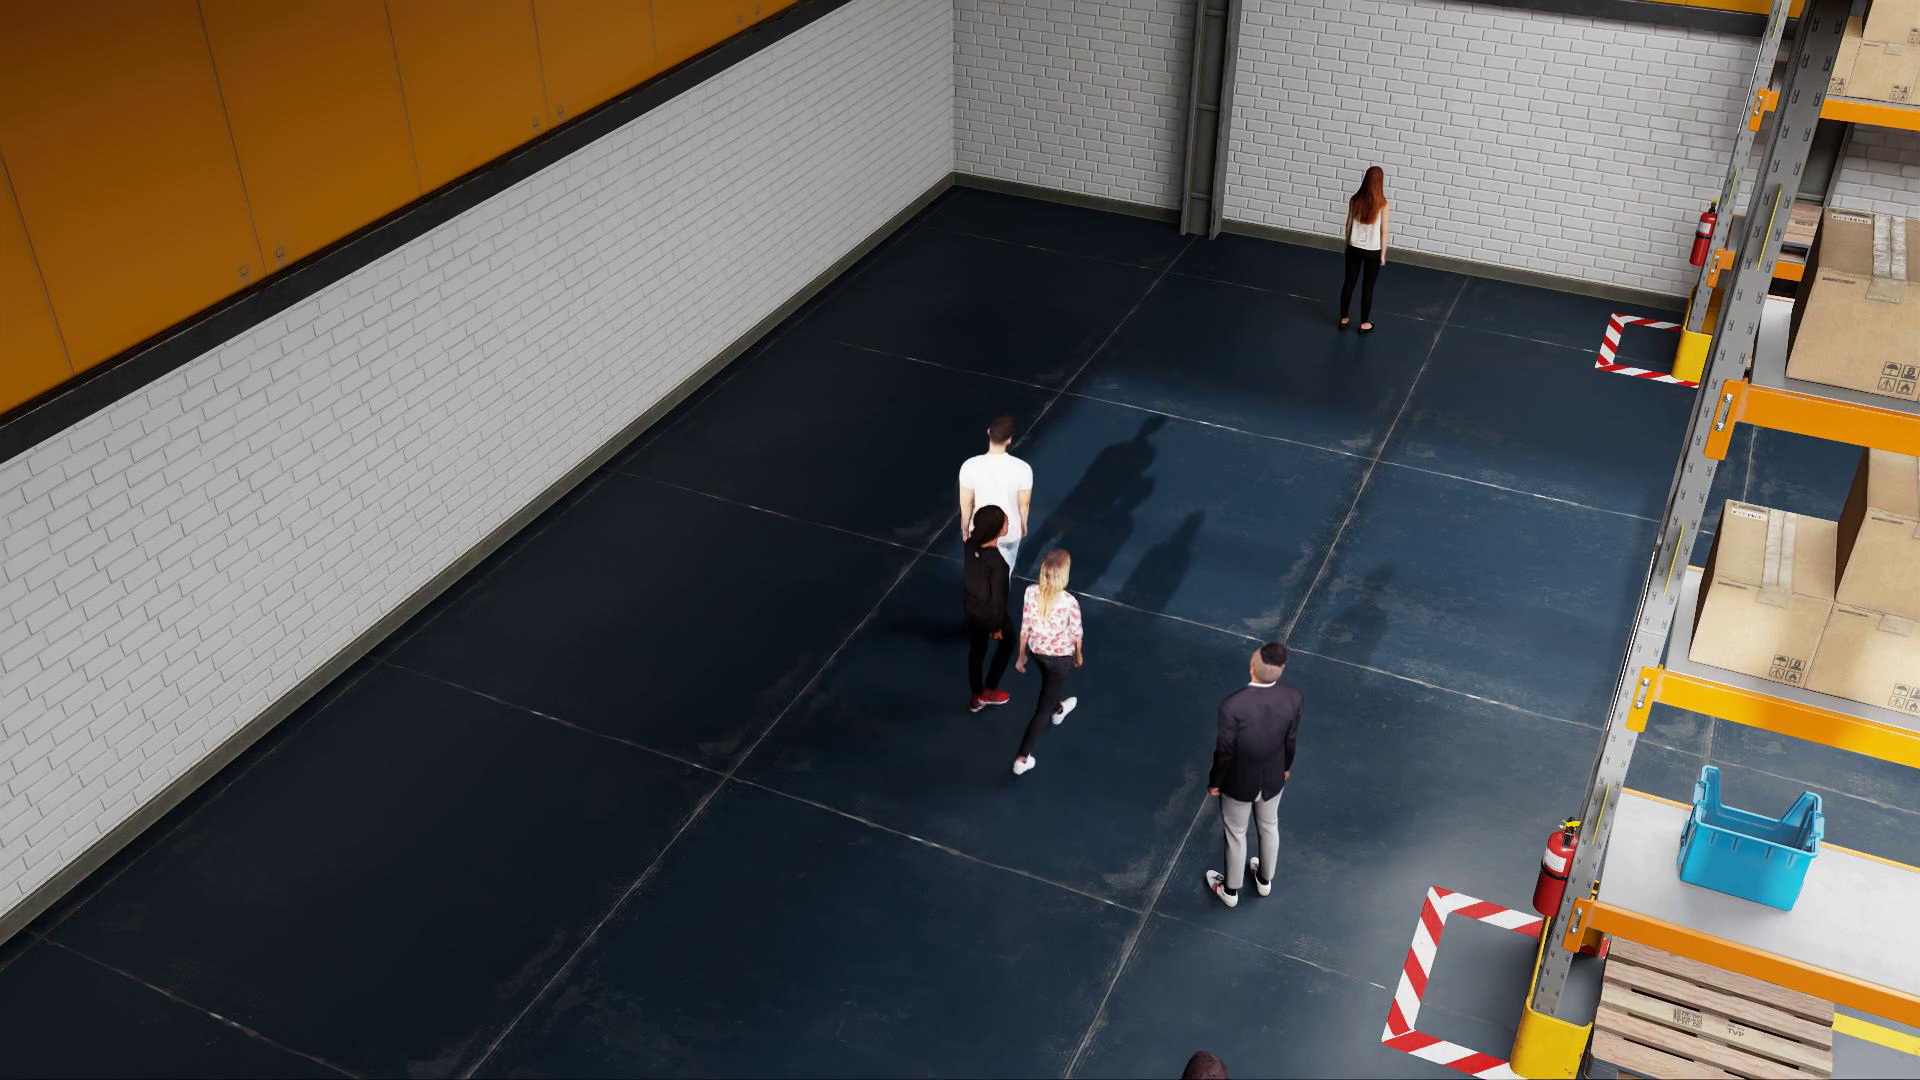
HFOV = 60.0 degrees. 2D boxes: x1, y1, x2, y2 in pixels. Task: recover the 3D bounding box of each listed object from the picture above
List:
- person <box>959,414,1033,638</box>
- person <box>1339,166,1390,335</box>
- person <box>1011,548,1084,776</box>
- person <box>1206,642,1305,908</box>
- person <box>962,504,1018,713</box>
[{"bbox_3d":[0.243,-0.035,12.052,0.712,1.841,0.824,3,34,4],"label":"person"},{"bbox_3d":[3.990,-2.861,16.410,0.474,1.722,0.654,19,38,26],"label":"person"},{"bbox_3d":[0.556,0.831,10.979,1.127,1.587,0.810,22,39,29],"label":"person"},{"bbox_3d":[1.745,1.369,9.842,0.780,1.948,0.853,-9,35,-14],"label":"person"},{"bbox_3d":[0.119,0.514,11.388,0.743,1.660,0.642,-25,41,-33],"label":"person"}]
